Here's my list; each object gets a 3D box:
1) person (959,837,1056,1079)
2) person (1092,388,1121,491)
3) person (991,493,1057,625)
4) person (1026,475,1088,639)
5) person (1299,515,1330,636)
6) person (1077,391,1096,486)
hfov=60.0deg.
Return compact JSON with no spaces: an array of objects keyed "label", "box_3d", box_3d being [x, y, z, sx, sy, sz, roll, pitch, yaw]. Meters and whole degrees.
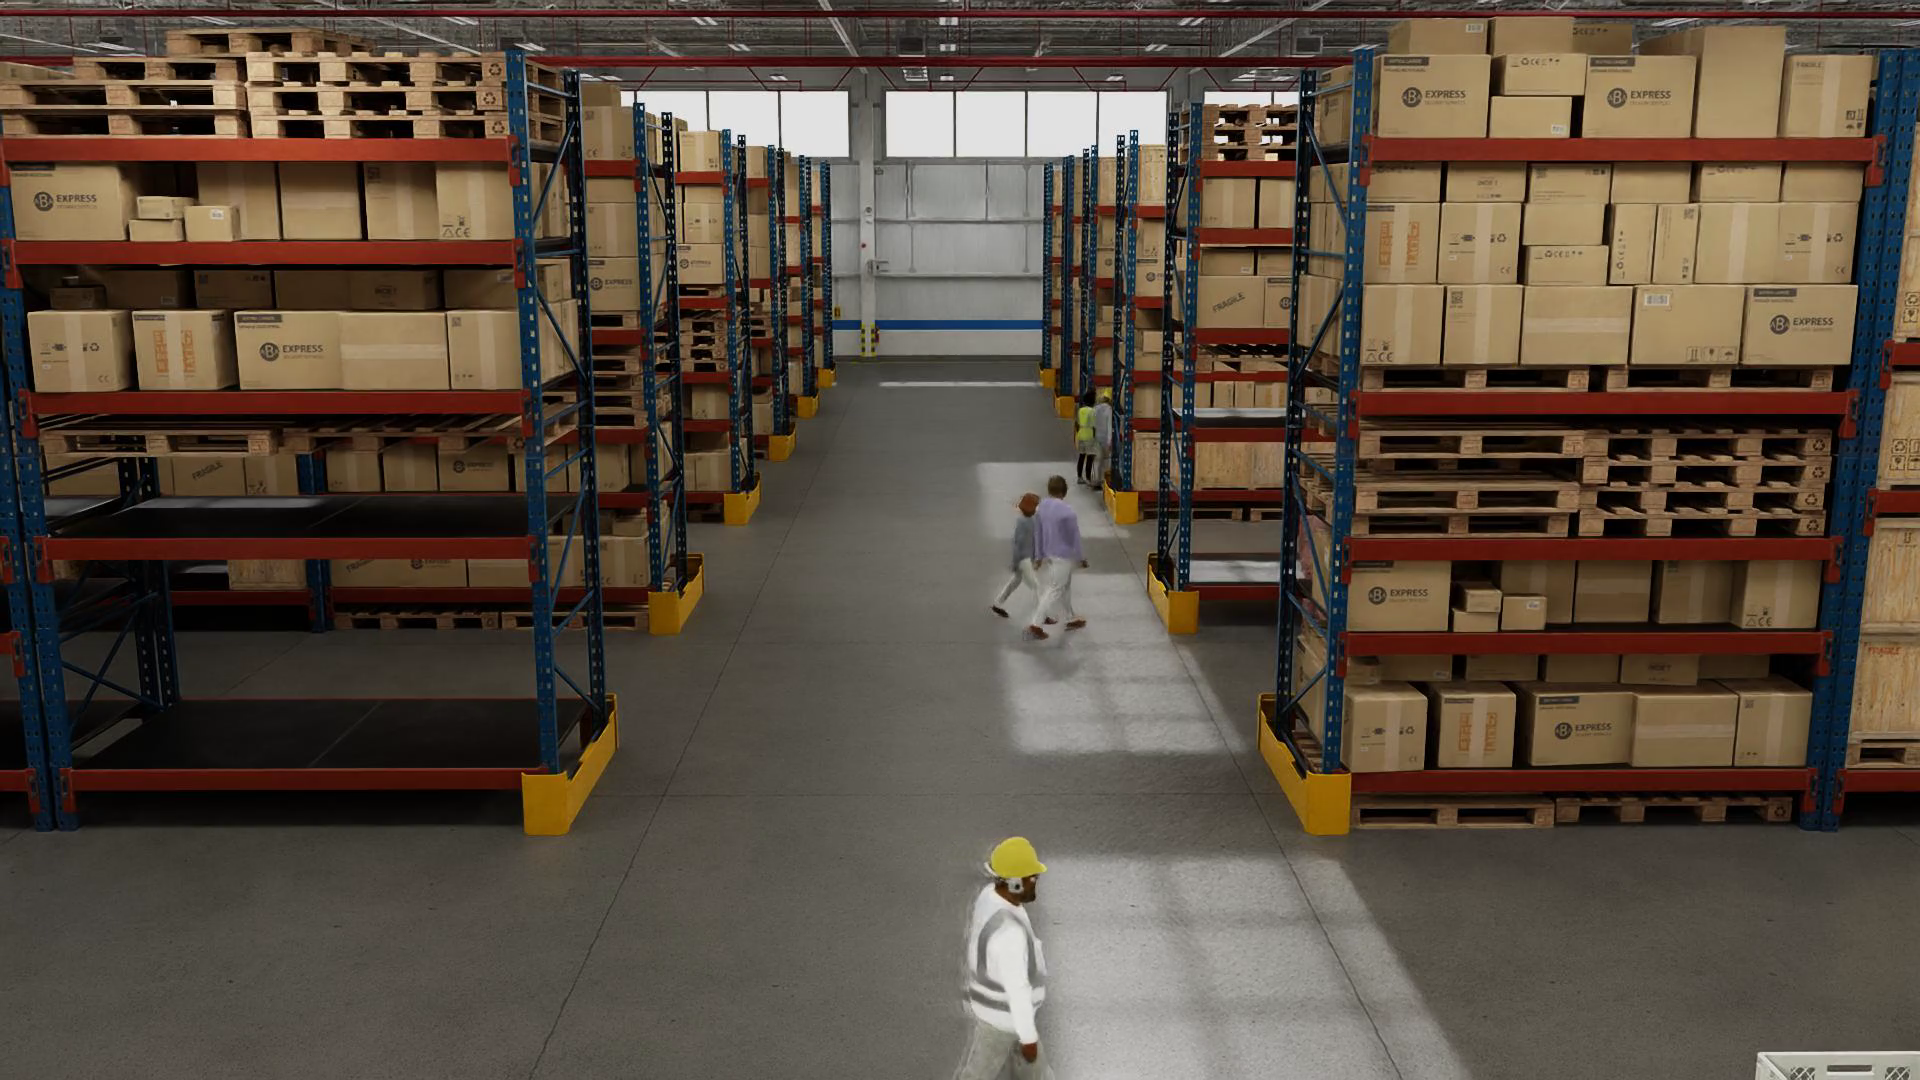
[{"label":"person","box_3d":[0.301,2.389,8.577,0.947,1.781,0.617,-1,11,-4]},{"label":"person","box_3d":[2.575,-1.746,28.998,0.612,1.808,0.636,-6,13,-27]},{"label":"person","box_3d":[0.734,0.210,19.905,0.844,1.585,0.524,3,12,16]},{"label":"person","box_3d":[1.108,0.191,19.249,0.981,1.896,0.642,-7,13,-31]},{"label":"person","box_3d":[4.094,0.271,18.796,0.401,1.905,0.694,-7,13,-30]},{"label":"person","box_3d":[2.277,-1.803,29.605,0.319,1.691,0.536,-7,13,-30]}]
